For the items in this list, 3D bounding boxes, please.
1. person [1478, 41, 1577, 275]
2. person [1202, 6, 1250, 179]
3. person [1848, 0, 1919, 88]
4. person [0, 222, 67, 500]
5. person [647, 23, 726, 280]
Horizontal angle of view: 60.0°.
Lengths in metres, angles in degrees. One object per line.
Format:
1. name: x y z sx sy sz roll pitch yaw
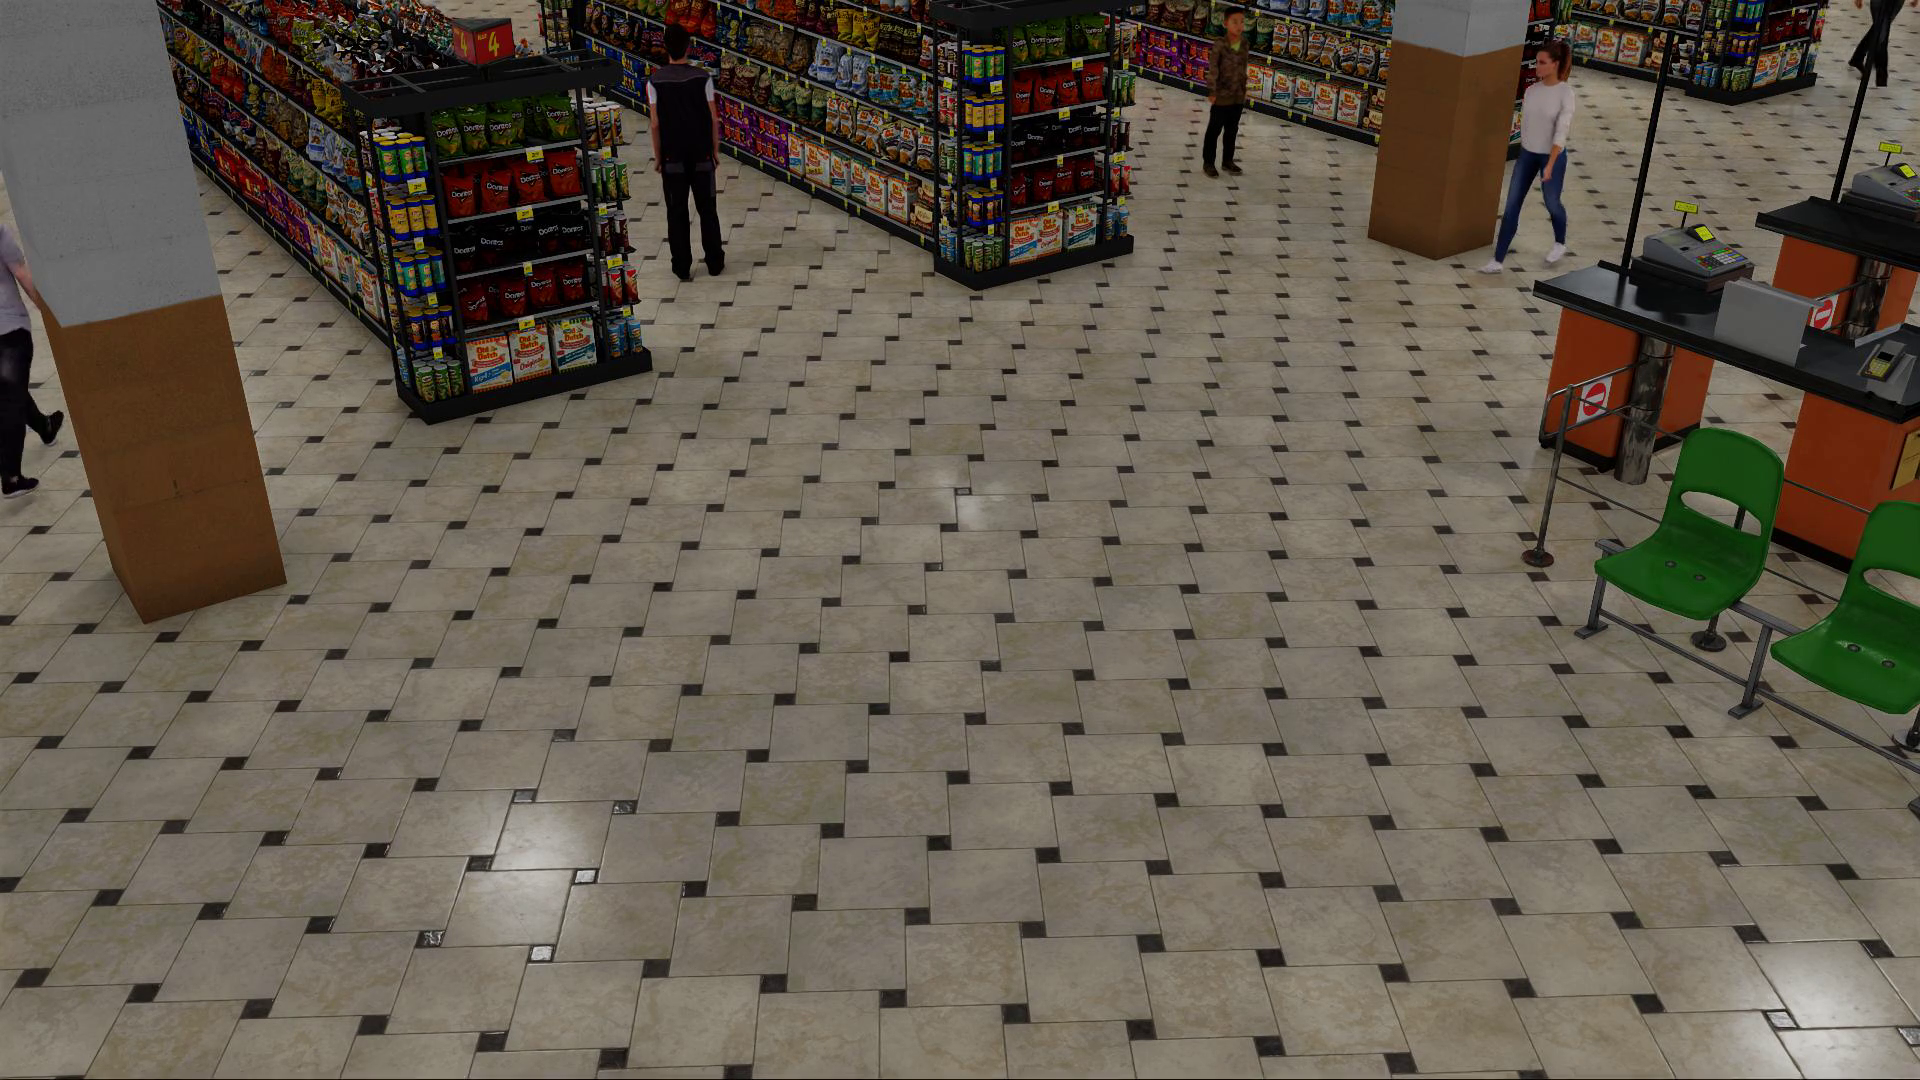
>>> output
1. person: 4.363 -2.794 12.305 0.710 1.676 1.099 -21 35 -33
2. person: 2.358 -3.960 14.672 0.593 1.455 0.585 -14 32 -24
3. person: 9.775 -5.729 17.612 1.166 1.742 1.338 -1 29 -2
4. person: -5.301 -1.087 9.079 1.126 1.772 1.367 -2 29 -3
5. person: -2.007 -2.839 12.209 0.724 1.848 0.709 -6 29 -11
